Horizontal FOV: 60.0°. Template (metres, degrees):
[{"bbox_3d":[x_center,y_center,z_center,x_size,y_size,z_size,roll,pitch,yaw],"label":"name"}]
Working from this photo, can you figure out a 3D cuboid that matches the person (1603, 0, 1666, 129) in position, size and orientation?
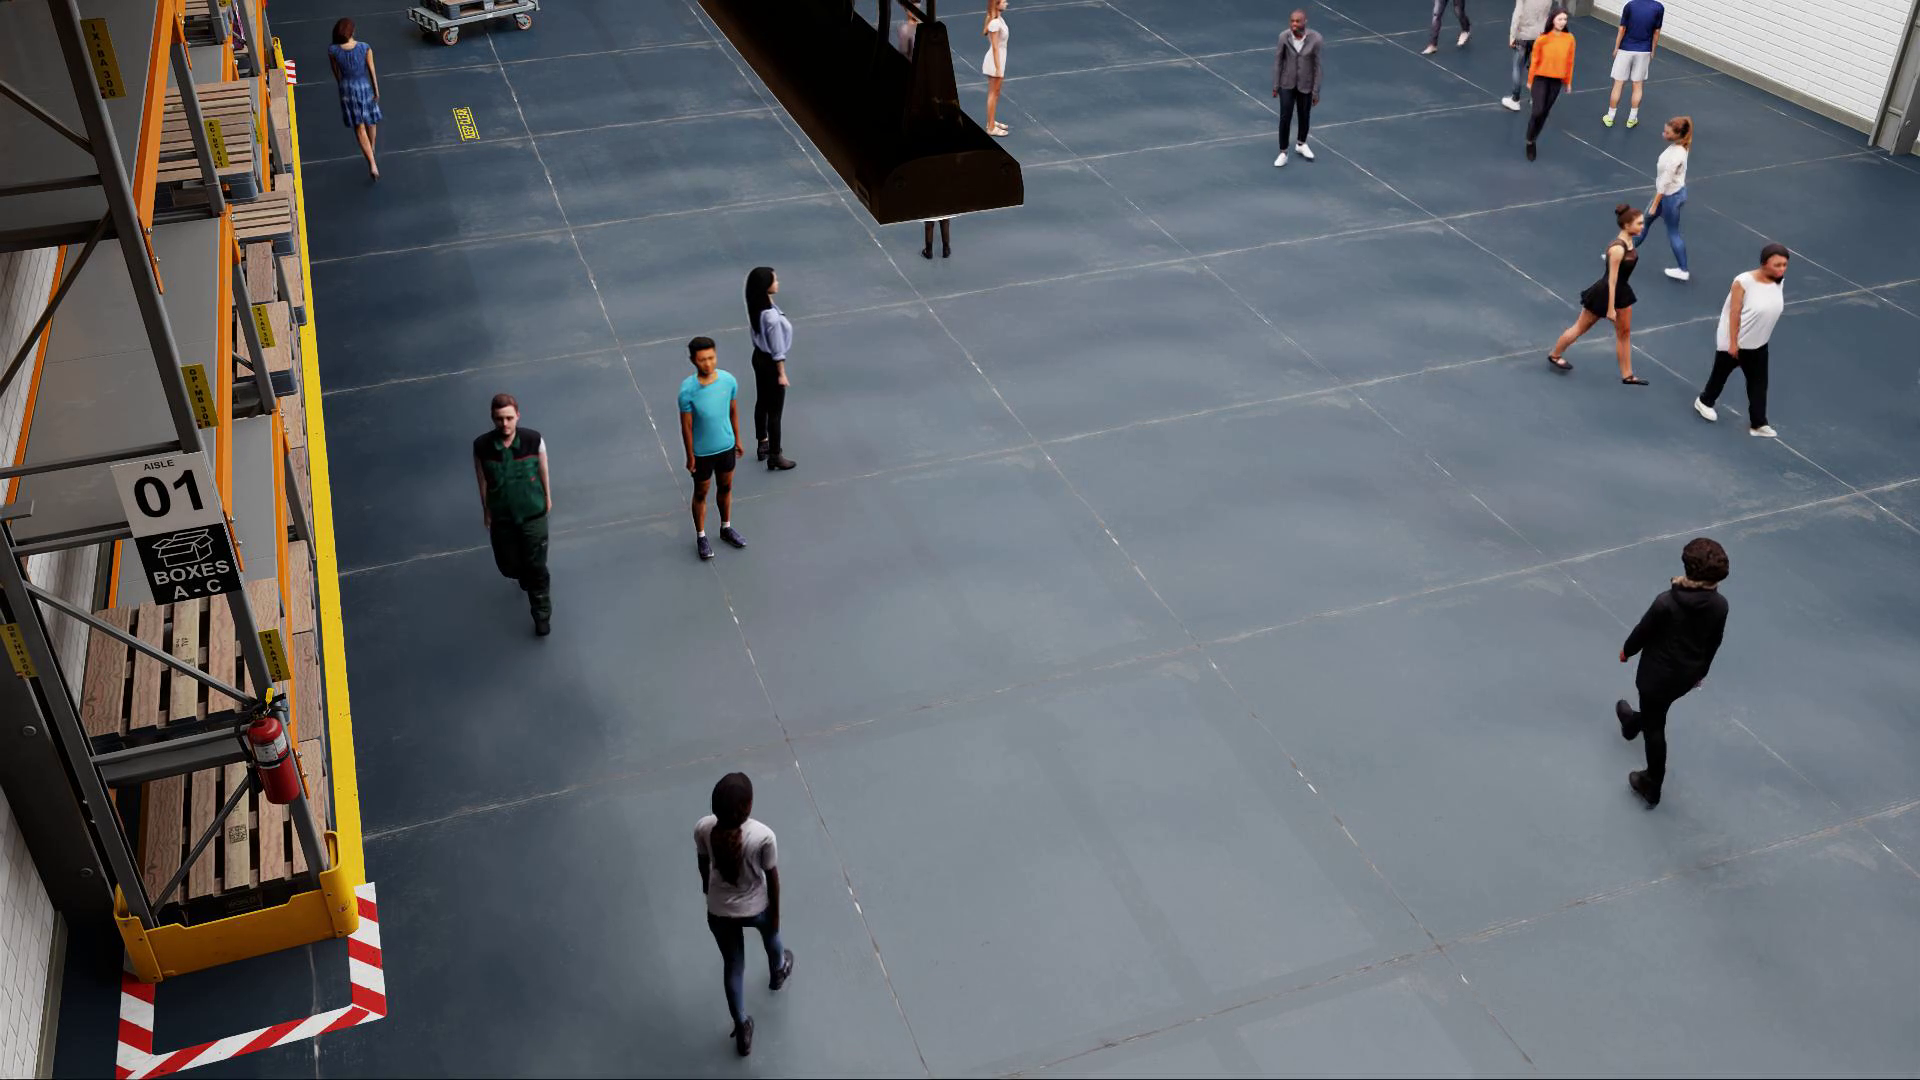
[{"bbox_3d":[8.168,-5.923,20.122,0.723,1.839,0.744,8,34,12],"label":"person"}]

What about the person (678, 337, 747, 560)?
[{"bbox_3d":[-1.845,-0.699,12.319,0.655,1.775,0.587,-20,38,-27],"label":"person"}]

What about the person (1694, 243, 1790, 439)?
[{"bbox_3d":[6.550,-1.717,13.962,0.729,1.653,1.062,-7,34,-11],"label":"person"}]

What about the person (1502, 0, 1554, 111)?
[{"bbox_3d":[7.074,-6.192,20.527,0.687,1.837,0.835,-10,35,-15],"label":"person"}]

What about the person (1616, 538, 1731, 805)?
[{"bbox_3d":[4.317,0.836,10.051,0.830,1.730,1.152,-2,34,-4],"label":"person"}]

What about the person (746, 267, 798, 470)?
[{"bbox_3d":[-1.537,-1.390,13.388,0.731,1.743,0.524,-16,37,-23],"label":"person"}]

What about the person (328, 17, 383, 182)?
[{"bbox_3d":[-6.734,-4.887,18.643,0.634,1.749,1.131,-13,36,-19],"label":"person"}]

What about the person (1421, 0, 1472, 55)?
[{"bbox_3d":[6.749,-7.527,22.578,1.230,1.791,1.086,29,43,36],"label":"person"}]

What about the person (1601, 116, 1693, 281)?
[{"bbox_3d":[7.064,-3.339,16.388,1.161,1.668,1.130,17,37,24],"label":"person"}]

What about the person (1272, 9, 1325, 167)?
[{"bbox_3d":[3.899,-5.208,19.093,0.986,1.787,1.057,8,34,12],"label":"person"}]

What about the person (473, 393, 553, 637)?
[{"bbox_3d":[-3.078,-0.229,11.566,0.720,1.826,0.983,-7,34,-11],"label":"person"}]

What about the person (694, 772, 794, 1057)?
[{"bbox_3d":[-1.128,1.927,8.436,0.828,1.700,1.016,1,34,2],"label":"person"}]

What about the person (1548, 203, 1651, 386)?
[{"bbox_3d":[5.630,-2.147,14.636,1.200,1.622,0.975,24,40,31],"label":"person"}]

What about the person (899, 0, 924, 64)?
[{"bbox_3d":[-0.575,-5.505,19.600,1.214,1.720,1.052,-14,36,-21],"label":"person"}]

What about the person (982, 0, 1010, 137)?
[{"bbox_3d":[0.422,-5.728,19.956,0.709,1.697,0.610,2,34,3],"label":"person"}]

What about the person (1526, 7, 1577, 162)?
[{"bbox_3d":[6.793,-5.330,19.324,0.711,1.734,0.784,-3,34,-5],"label":"person"}]
